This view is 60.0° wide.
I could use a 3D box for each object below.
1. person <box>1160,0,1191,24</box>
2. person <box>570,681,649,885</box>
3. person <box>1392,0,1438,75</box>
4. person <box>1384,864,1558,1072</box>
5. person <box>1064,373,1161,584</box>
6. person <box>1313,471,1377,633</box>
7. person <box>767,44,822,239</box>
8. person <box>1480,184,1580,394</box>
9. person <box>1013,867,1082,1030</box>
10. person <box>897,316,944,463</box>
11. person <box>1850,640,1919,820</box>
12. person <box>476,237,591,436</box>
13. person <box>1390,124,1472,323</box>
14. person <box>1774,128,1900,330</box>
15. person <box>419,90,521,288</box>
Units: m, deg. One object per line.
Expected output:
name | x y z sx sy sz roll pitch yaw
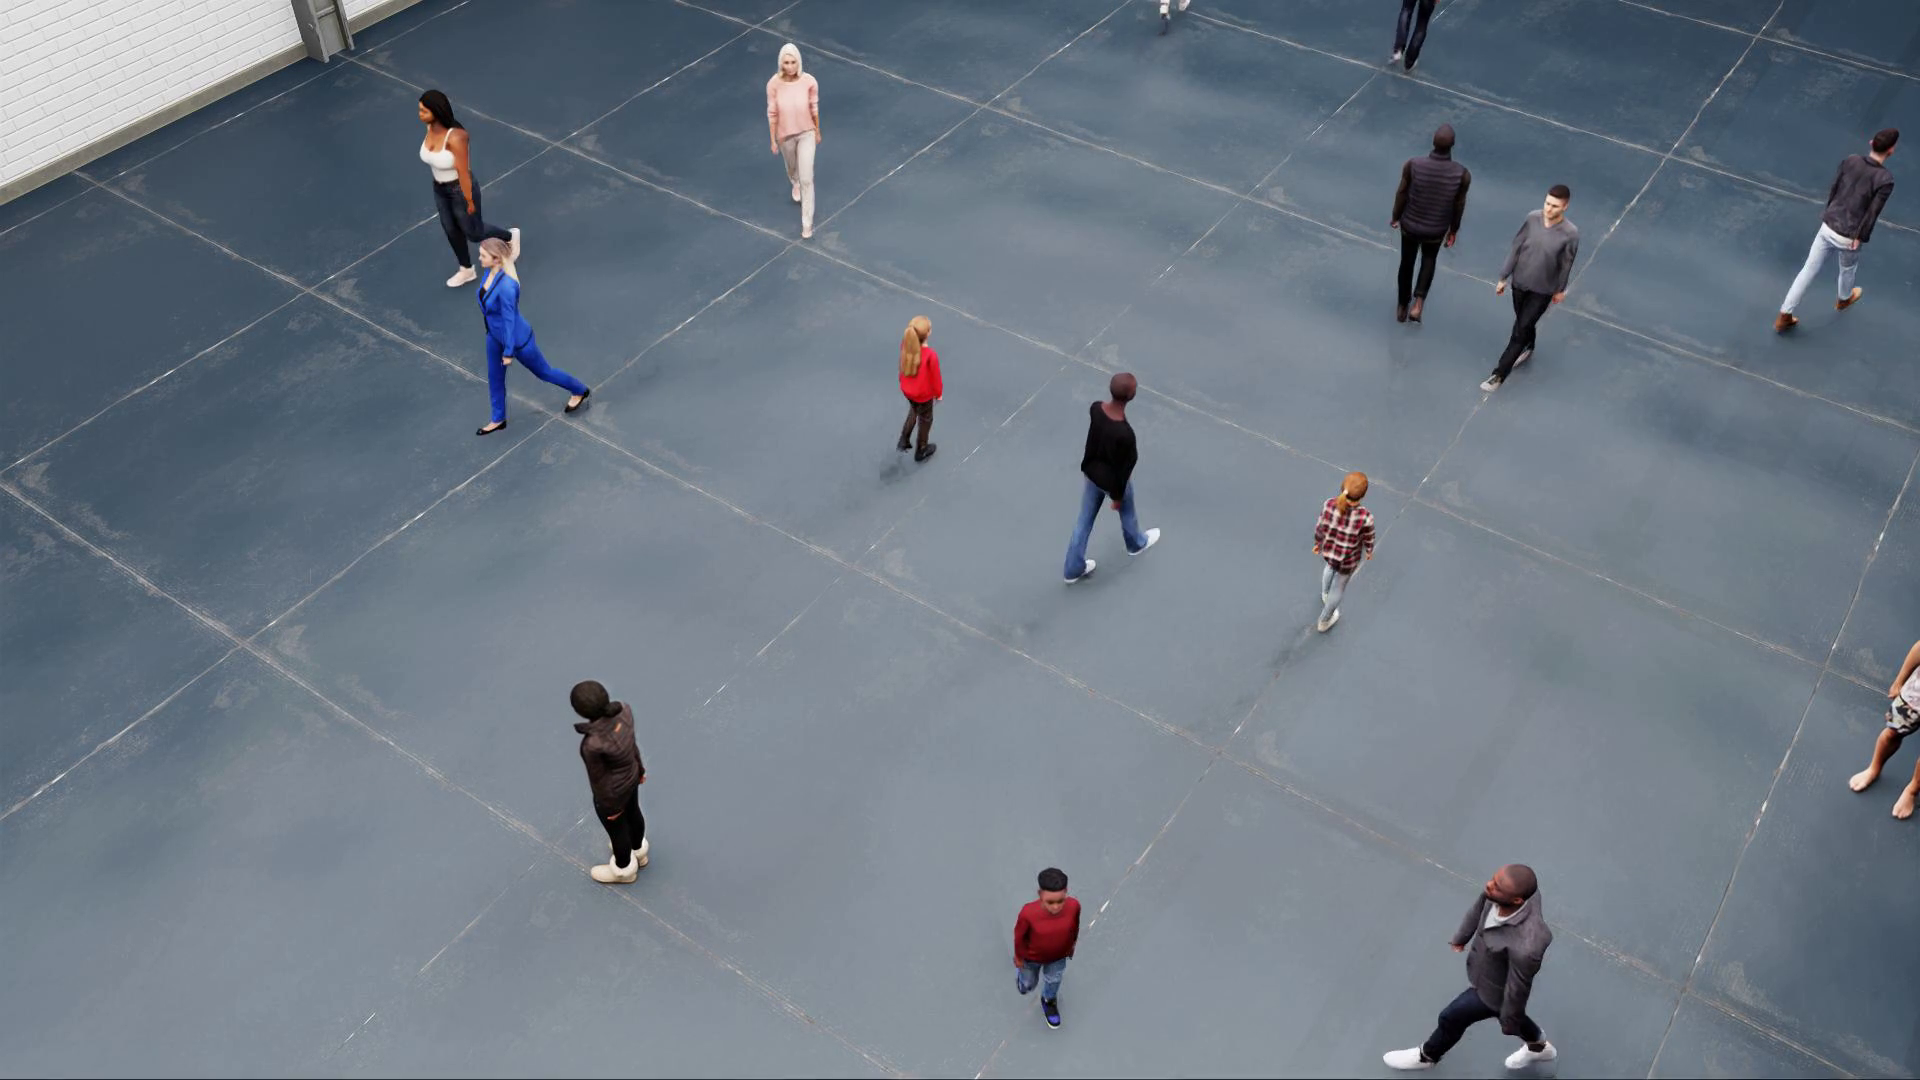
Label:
person | 2.328 -6.280 17.543 0.761 1.666 1.081 15 46 15
person | -1.956 1.395 9.491 0.702 1.660 0.633 -4 44 -4
person | 4.623 -5.536 16.625 0.749 1.855 0.697 17 46 17
person | 2.829 2.246 8.507 1.143 1.785 1.210 4 44 4
person | 0.929 -0.376 11.314 1.116 1.709 0.813 -30 51 -28
person | 2.522 0.106 11.113 0.547 1.289 0.692 30 51 27
person | -1.465 -3.630 14.756 1.082 1.674 1.214 -3 44 -3
person | 4.535 -2.029 13.045 0.769 1.716 1.144 34 53 31
person | 0.445 2.148 9.001 0.665 1.247 0.724 -8 44 -8
person | -0.341 -1.091 12.379 0.525 1.276 0.568 31 52 28
person | 5.847 0.911 9.890 0.705 1.811 0.628 34 53 30
person | -3.285 -1.545 12.573 1.219 1.666 0.862 -28 50 -26
person | 3.745 -2.497 13.458 0.838 1.823 0.902 11 45 11
person | 7.063 -2.451 13.429 1.224 1.797 0.934 -25 49 -24
person | -4.140 -2.966 13.971 0.699 1.796 0.986 32 52 29
